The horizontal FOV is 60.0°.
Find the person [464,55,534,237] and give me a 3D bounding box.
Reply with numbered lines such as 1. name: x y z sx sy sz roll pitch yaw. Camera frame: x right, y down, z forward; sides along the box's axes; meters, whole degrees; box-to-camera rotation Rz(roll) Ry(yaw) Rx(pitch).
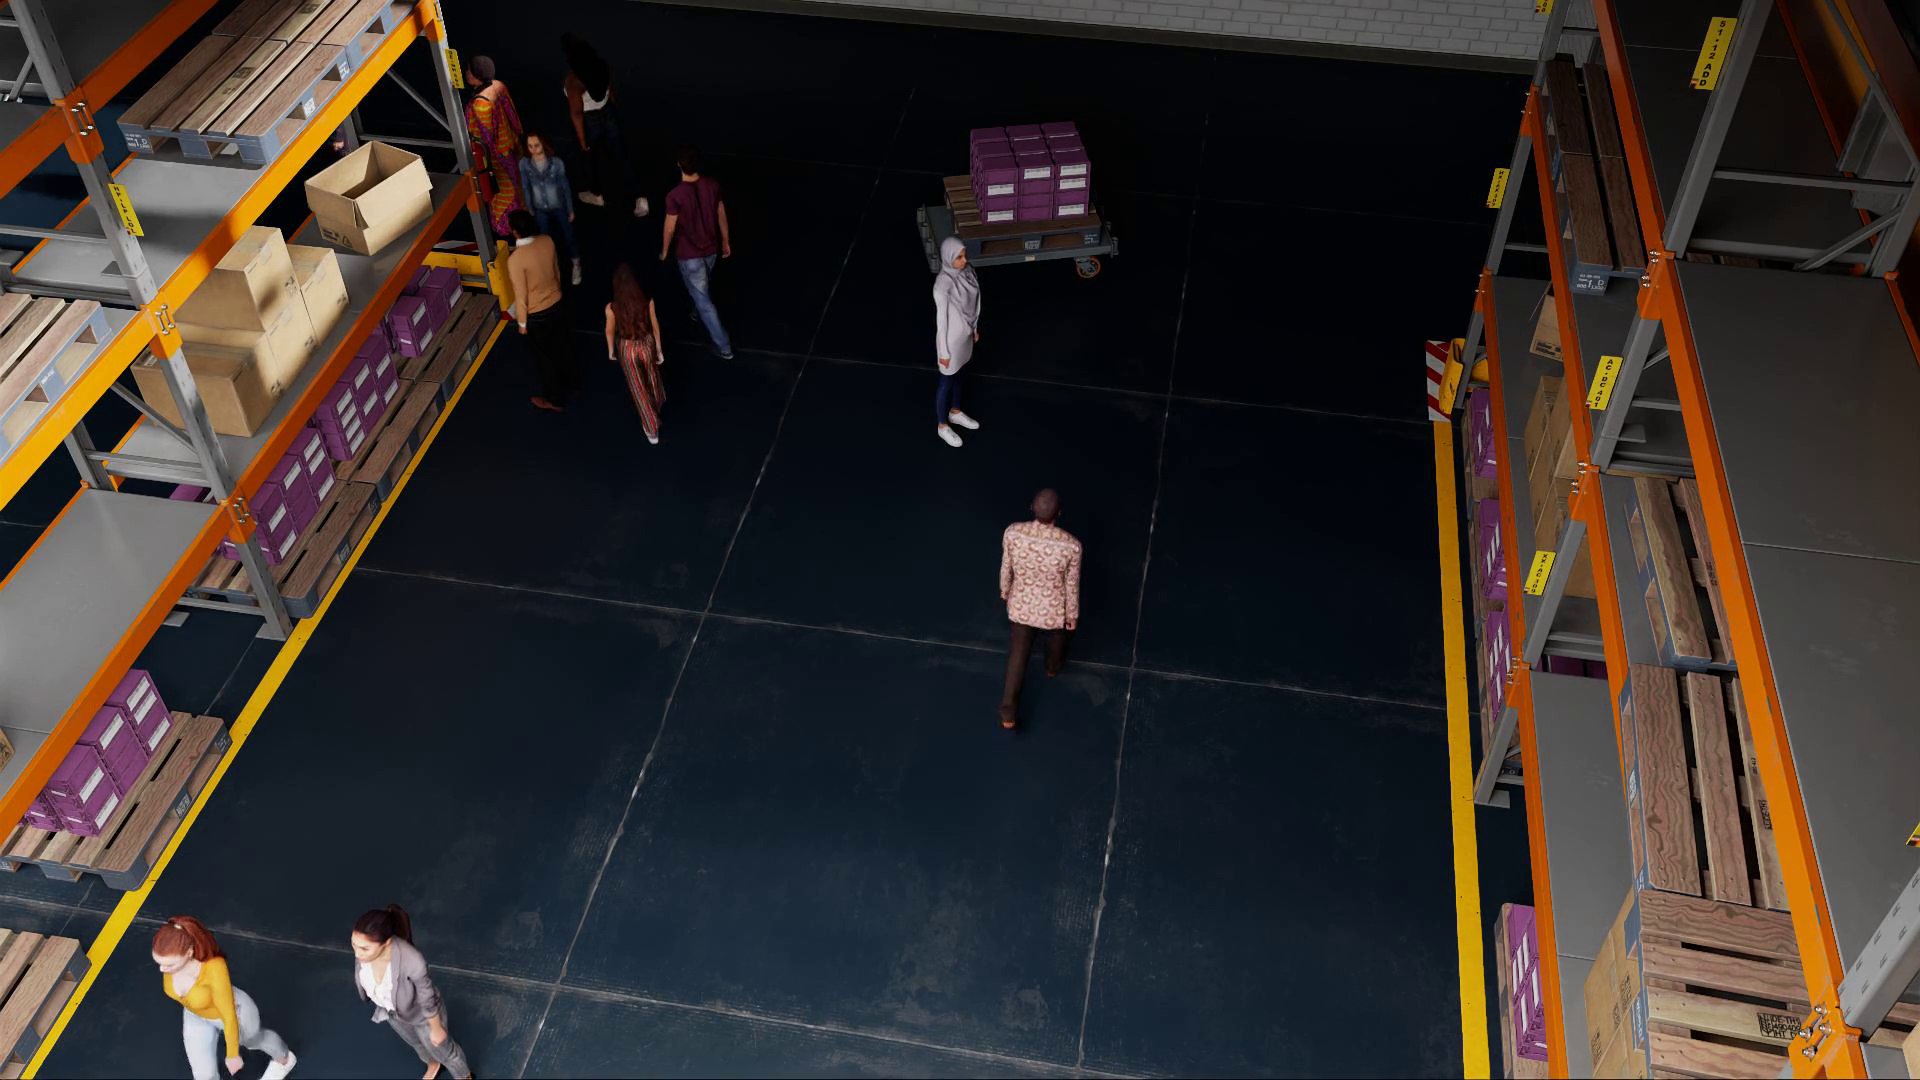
1. person: -4.110 -3.506 14.651 0.702 1.681 0.581 5 44 6

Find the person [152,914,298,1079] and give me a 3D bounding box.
1. person: -3.683 2.358 8.468 0.734 1.720 1.029 17 46 17

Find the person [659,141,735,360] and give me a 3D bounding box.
1. person: -2.048 -2.261 13.255 1.179 1.805 1.193 -29 51 -27

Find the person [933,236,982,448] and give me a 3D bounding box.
1. person: -0.037 -1.513 12.491 0.746 1.775 0.604 25 49 24

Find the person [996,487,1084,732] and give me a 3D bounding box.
1. person: 0.470 0.454 10.418 0.761 1.787 1.203 10 44 10

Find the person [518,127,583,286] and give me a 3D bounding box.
1. person: -3.460 -2.849 14.113 0.598 1.473 0.531 0 44 0

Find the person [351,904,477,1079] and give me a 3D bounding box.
1. person: -2.776 2.387 8.470 0.669 1.675 0.662 18 47 18

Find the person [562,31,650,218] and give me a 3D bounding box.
1. person: -3.151 -3.630 14.712 1.138 1.776 1.183 34 53 30

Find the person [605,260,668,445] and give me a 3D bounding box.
1. person: -2.414 -1.376 12.510 0.745 1.549 0.834 -17 46 -17

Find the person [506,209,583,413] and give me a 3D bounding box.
1. person: -3.216 -1.772 12.779 0.789 1.753 0.629 21 47 20
